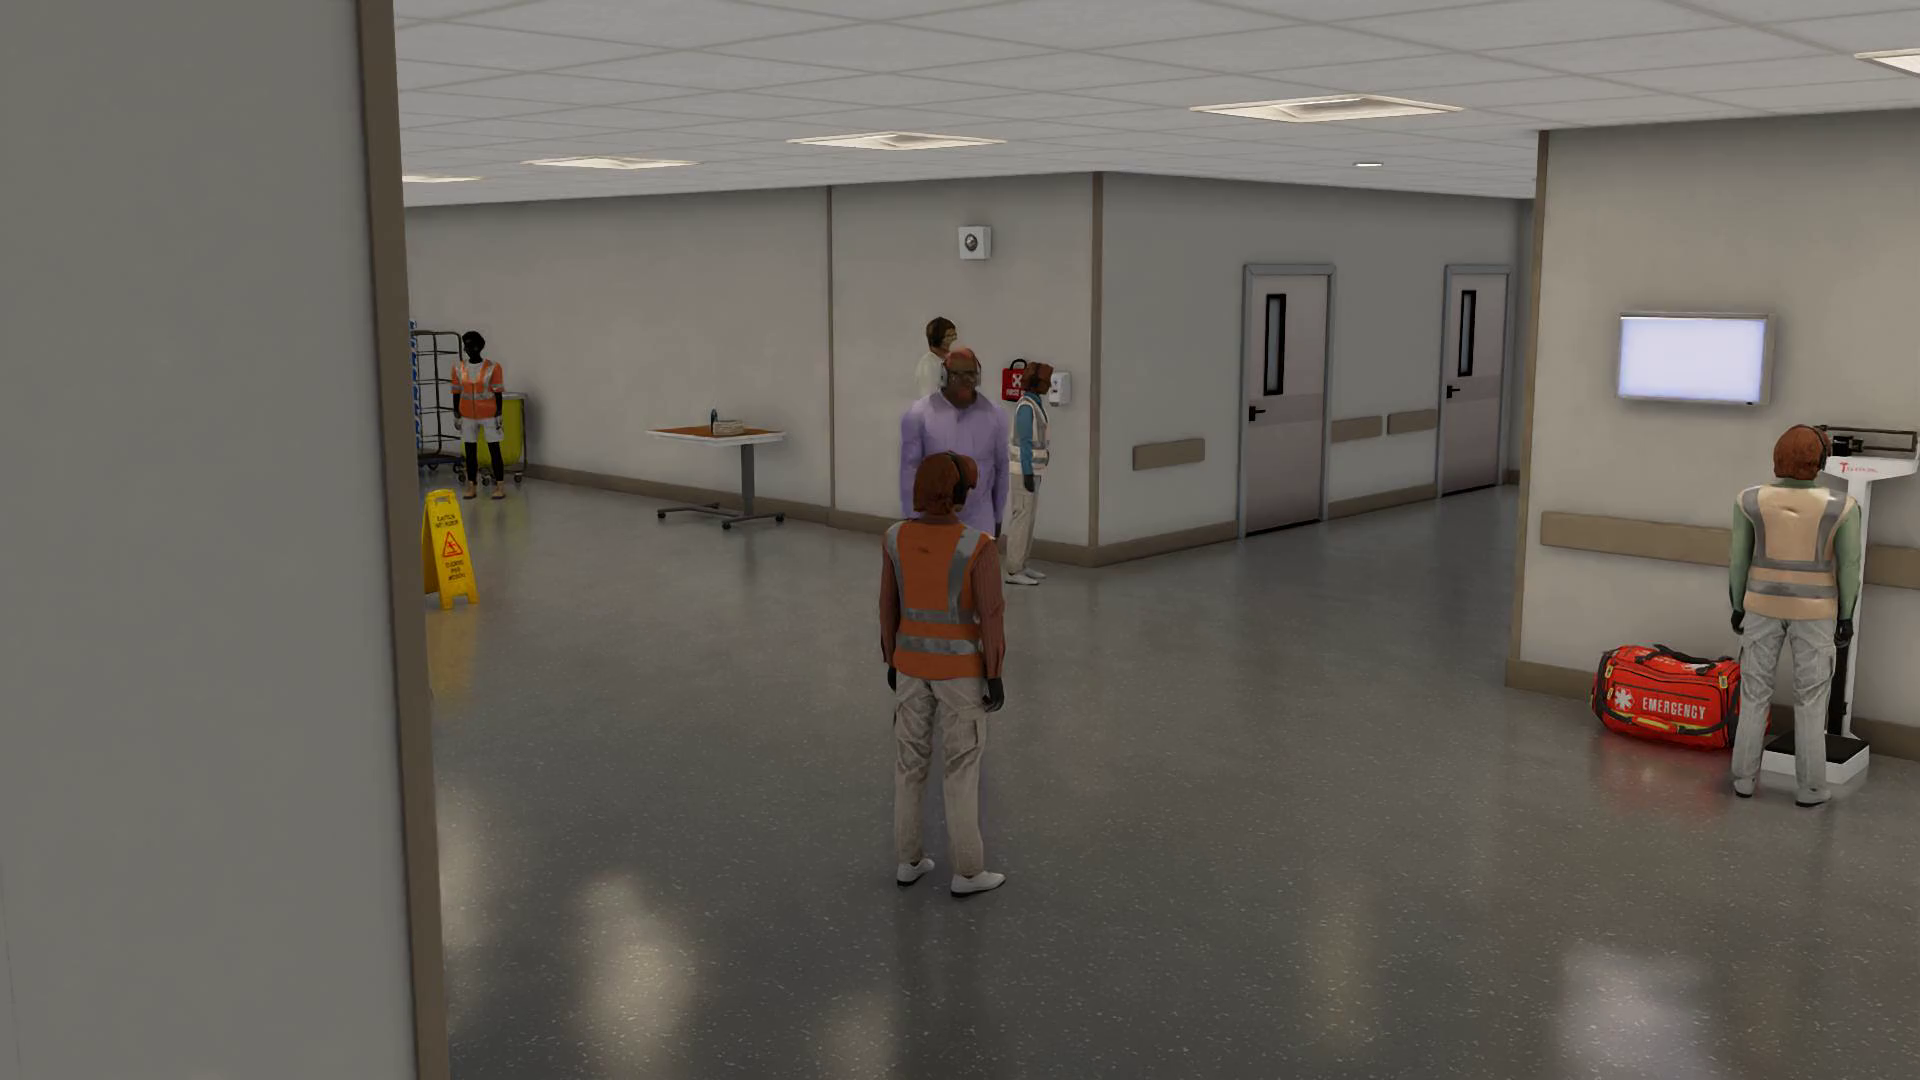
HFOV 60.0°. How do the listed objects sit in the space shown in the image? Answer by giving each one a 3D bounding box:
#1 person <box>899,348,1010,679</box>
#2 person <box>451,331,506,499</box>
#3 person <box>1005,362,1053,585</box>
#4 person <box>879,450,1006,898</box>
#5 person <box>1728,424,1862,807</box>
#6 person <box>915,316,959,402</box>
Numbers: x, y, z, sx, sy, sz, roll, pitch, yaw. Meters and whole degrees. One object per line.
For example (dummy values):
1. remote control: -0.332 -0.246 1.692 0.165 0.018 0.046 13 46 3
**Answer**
1. person: -0.025 -0.164 9.503 0.643 1.852 1.011 -1 9 -5
2. person: -4.799 -1.239 16.591 0.537 1.687 0.324 1 9 3
3. person: 0.510 -0.486 12.168 0.323 1.630 0.503 2 10 14
4. person: -0.065 0.491 6.128 0.523 1.638 0.310 6 11 32
5. person: 3.562 0.326 7.137 0.513 1.641 0.307 7 11 35
6. person: -0.168 -0.725 12.669 0.371 1.940 0.627 1 9 7
